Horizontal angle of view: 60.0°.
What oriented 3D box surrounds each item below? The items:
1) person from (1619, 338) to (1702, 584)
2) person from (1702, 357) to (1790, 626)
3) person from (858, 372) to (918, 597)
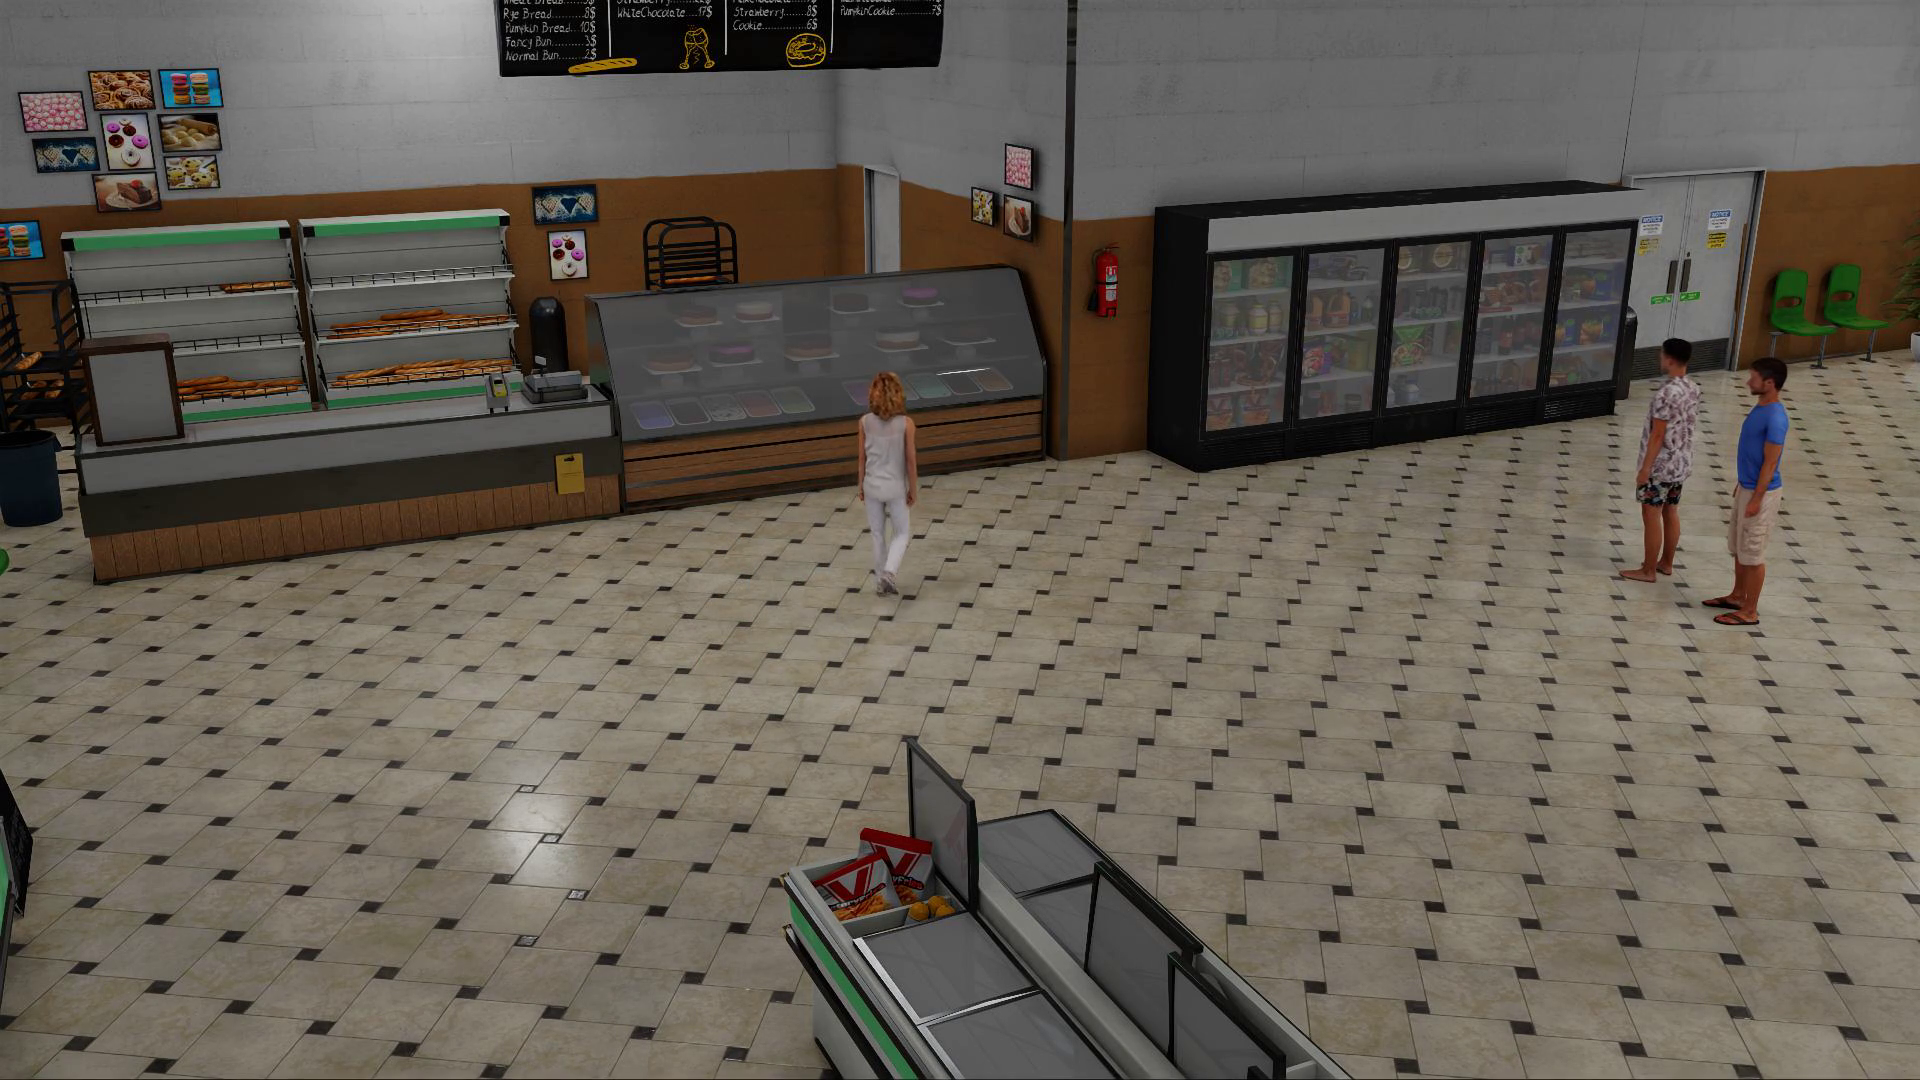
[{"bbox_3d":[5.219,-0.588,12.277,0.709,1.816,0.638,-14,23,-35],"label":"person"},{"bbox_3d":[5.507,-0.348,11.491,0.803,1.864,0.711,4,19,11],"label":"person"},{"bbox_3d":[-0.550,-0.357,11.840,0.809,1.658,0.885,3,19,10],"label":"person"}]
